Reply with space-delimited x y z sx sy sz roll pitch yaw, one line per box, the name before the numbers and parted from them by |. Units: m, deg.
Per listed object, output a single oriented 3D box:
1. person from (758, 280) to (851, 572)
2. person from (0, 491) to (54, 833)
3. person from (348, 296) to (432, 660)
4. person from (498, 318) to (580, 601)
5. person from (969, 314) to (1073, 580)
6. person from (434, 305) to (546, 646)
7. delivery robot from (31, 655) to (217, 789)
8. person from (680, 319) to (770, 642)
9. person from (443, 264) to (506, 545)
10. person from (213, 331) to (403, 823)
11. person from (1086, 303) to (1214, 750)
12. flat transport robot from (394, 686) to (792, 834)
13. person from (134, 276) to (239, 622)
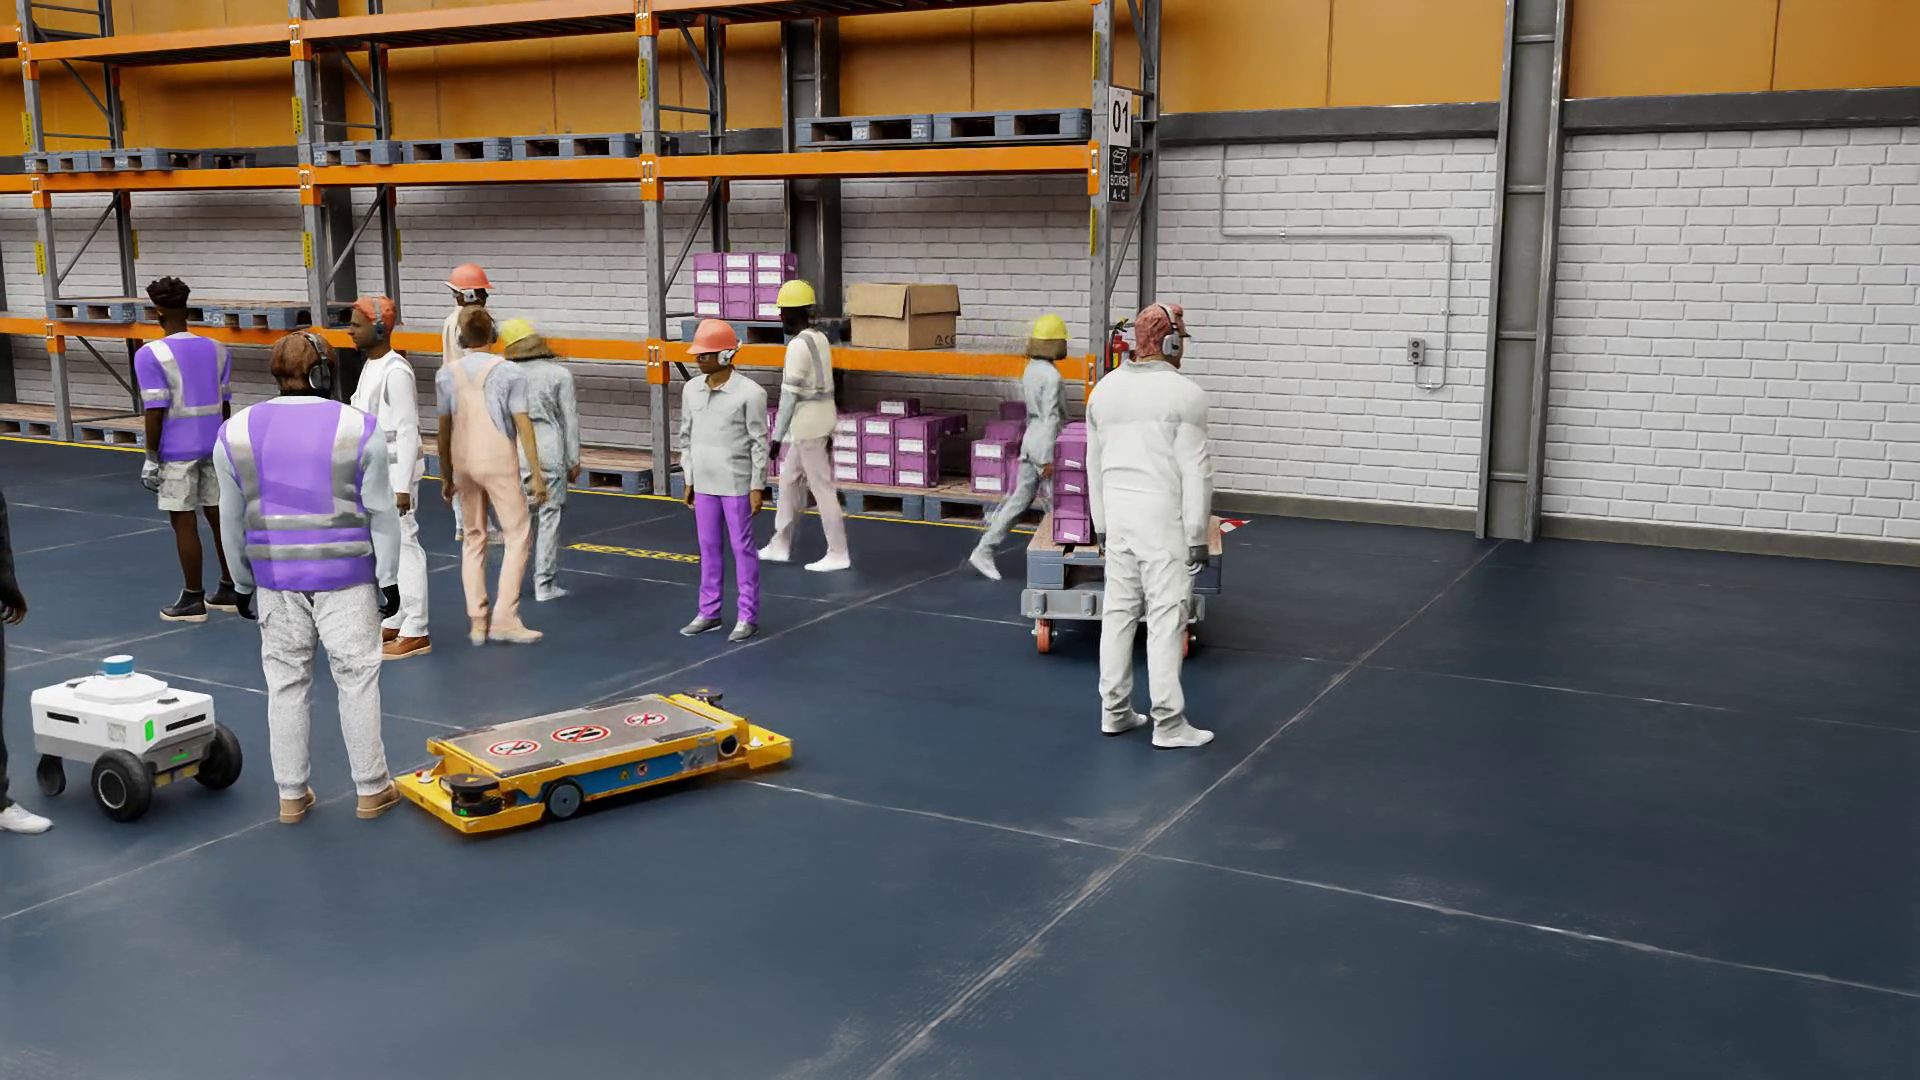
person | -1.102 -0.728 10.837 0.850 1.893 0.601 1 10 5
person | -3.605 0.180 5.878 0.411 1.903 0.601 3 11 13
person | -2.980 -0.321 8.667 0.360 1.883 0.574 -7 12 -33
person | -2.554 -0.468 9.993 0.538 1.709 0.347 1 10 5
person | 0.480 -0.578 10.568 0.858 1.713 0.492 -4 11 -20
person | -2.526 -0.342 8.939 0.573 1.822 0.419 1 10 7
delivery robot | -3.260 0.694 6.478 0.707 0.478 0.477 5 11 25
person | -1.295 -0.322 9.031 0.564 1.748 0.339 6 12 30
person | -3.466 -0.959 11.857 0.382 1.995 0.612 -7 13 -34
person | -2.409 0.144 6.235 0.630 1.839 0.429 -1 10 -6
person | 0.841 -0.060 7.170 0.399 1.908 0.643 -9 14 -40
flat transport robot | -1.448 0.850 6.666 1.431 0.197 0.652 -9 14 -40
person | -4.411 -0.514 9.501 0.369 1.963 0.609 5 11 24
